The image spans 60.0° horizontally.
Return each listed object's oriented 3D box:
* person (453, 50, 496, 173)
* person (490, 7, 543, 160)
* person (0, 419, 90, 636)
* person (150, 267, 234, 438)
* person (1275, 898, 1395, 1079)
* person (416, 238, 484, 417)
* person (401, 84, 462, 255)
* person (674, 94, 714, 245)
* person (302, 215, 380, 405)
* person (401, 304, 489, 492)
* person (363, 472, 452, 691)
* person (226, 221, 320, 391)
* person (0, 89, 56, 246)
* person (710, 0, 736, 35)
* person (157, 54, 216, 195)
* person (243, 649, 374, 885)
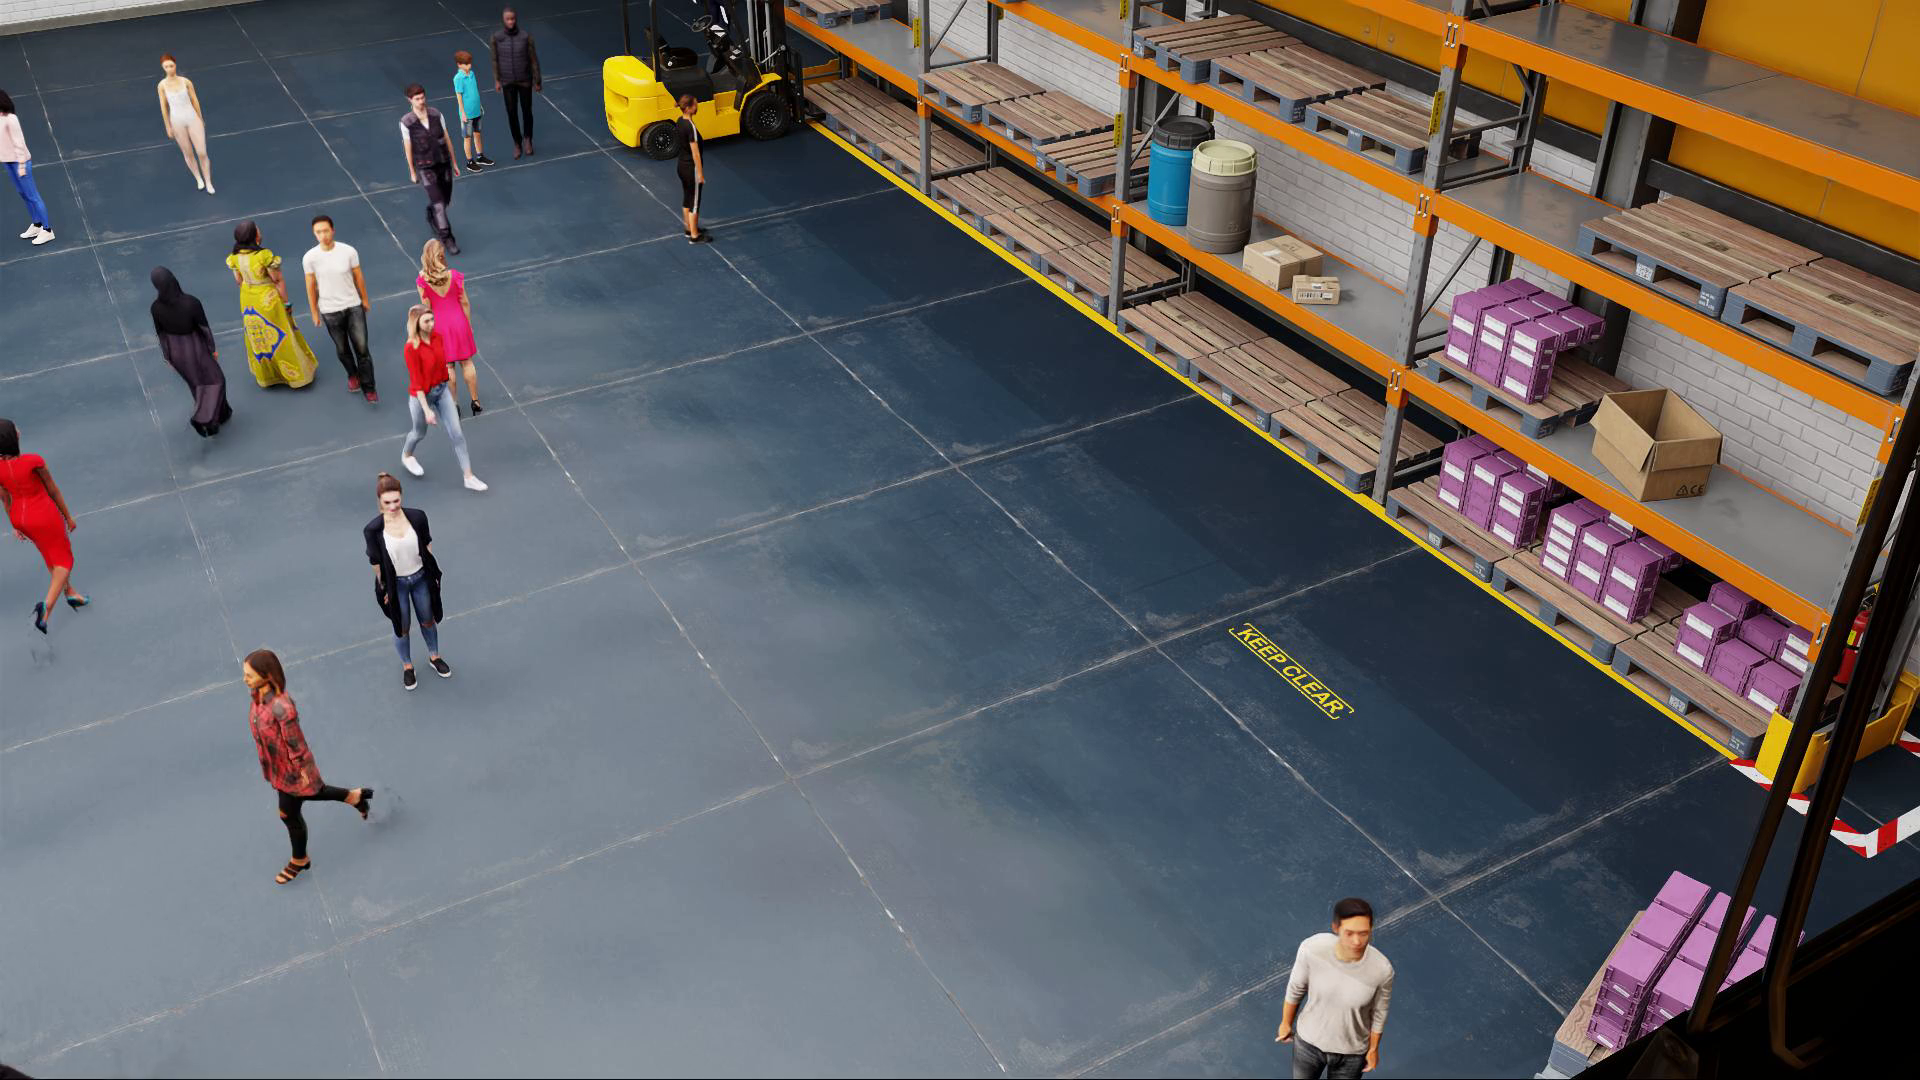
[{"bbox_3d":[-5.984,-5.253,20.281,0.637,1.449,0.597,13,36,19],"label":"person"},{"bbox_3d":[-5.478,-5.697,20.610,0.859,1.824,0.891,-5,34,-8],"label":"person"},{"bbox_3d":[-6.797,-0.071,12.239,0.878,1.720,1.033,0,34,1],"label":"person"},{"bbox_3d":[-6.825,-1.628,14.699,0.855,1.590,1.023,0,34,0],"label":"person"},{"bbox_3d":[1.868,2.470,8.334,0.706,1.811,0.794,12,35,17],"label":"person"},{"bbox_3d":[-4.599,-1.901,14.985,0.611,1.729,0.597,-10,35,-15],"label":"person"},{"bbox_3d":[-5.807,-4.104,18.215,0.818,1.821,1.196,-27,42,-35],"label":"person"},{"bbox_3d":[-2.985,-4.105,18.355,0.639,1.669,0.459,-17,37,-23],"label":"person"},{"bbox_3d":[-5.713,-2.179,15.357,0.779,1.779,1.019,-11,35,-16],"label":"person"},{"bbox_3d":[-4.514,-1.195,13.980,1.235,1.666,1.009,18,38,25],"label":"person"},{"bbox_3d":[-3.913,0.274,11.746,0.621,1.692,0.546,-19,38,-26],"label":"person"},{"bbox_3d":[-6.456,-2.180,15.467,1.005,1.660,1.055,7,34,10],"label":"person"},{"bbox_3d":[-10.382,-4.150,18.335,0.599,1.766,0.769,27,42,34],"label":"person"},{"bbox_3d":[-3.430,-7.744,23.798,0.612,1.703,0.727,20,38,27],"label":"person"},{"bbox_3d":[-9.147,-4.934,19.640,0.632,1.627,0.758,-12,36,-18],"label":"person"},{"bbox_3d":[-4.033,1.332,10.161,0.822,1.686,0.955,-28,43,-36],"label":"person"}]
